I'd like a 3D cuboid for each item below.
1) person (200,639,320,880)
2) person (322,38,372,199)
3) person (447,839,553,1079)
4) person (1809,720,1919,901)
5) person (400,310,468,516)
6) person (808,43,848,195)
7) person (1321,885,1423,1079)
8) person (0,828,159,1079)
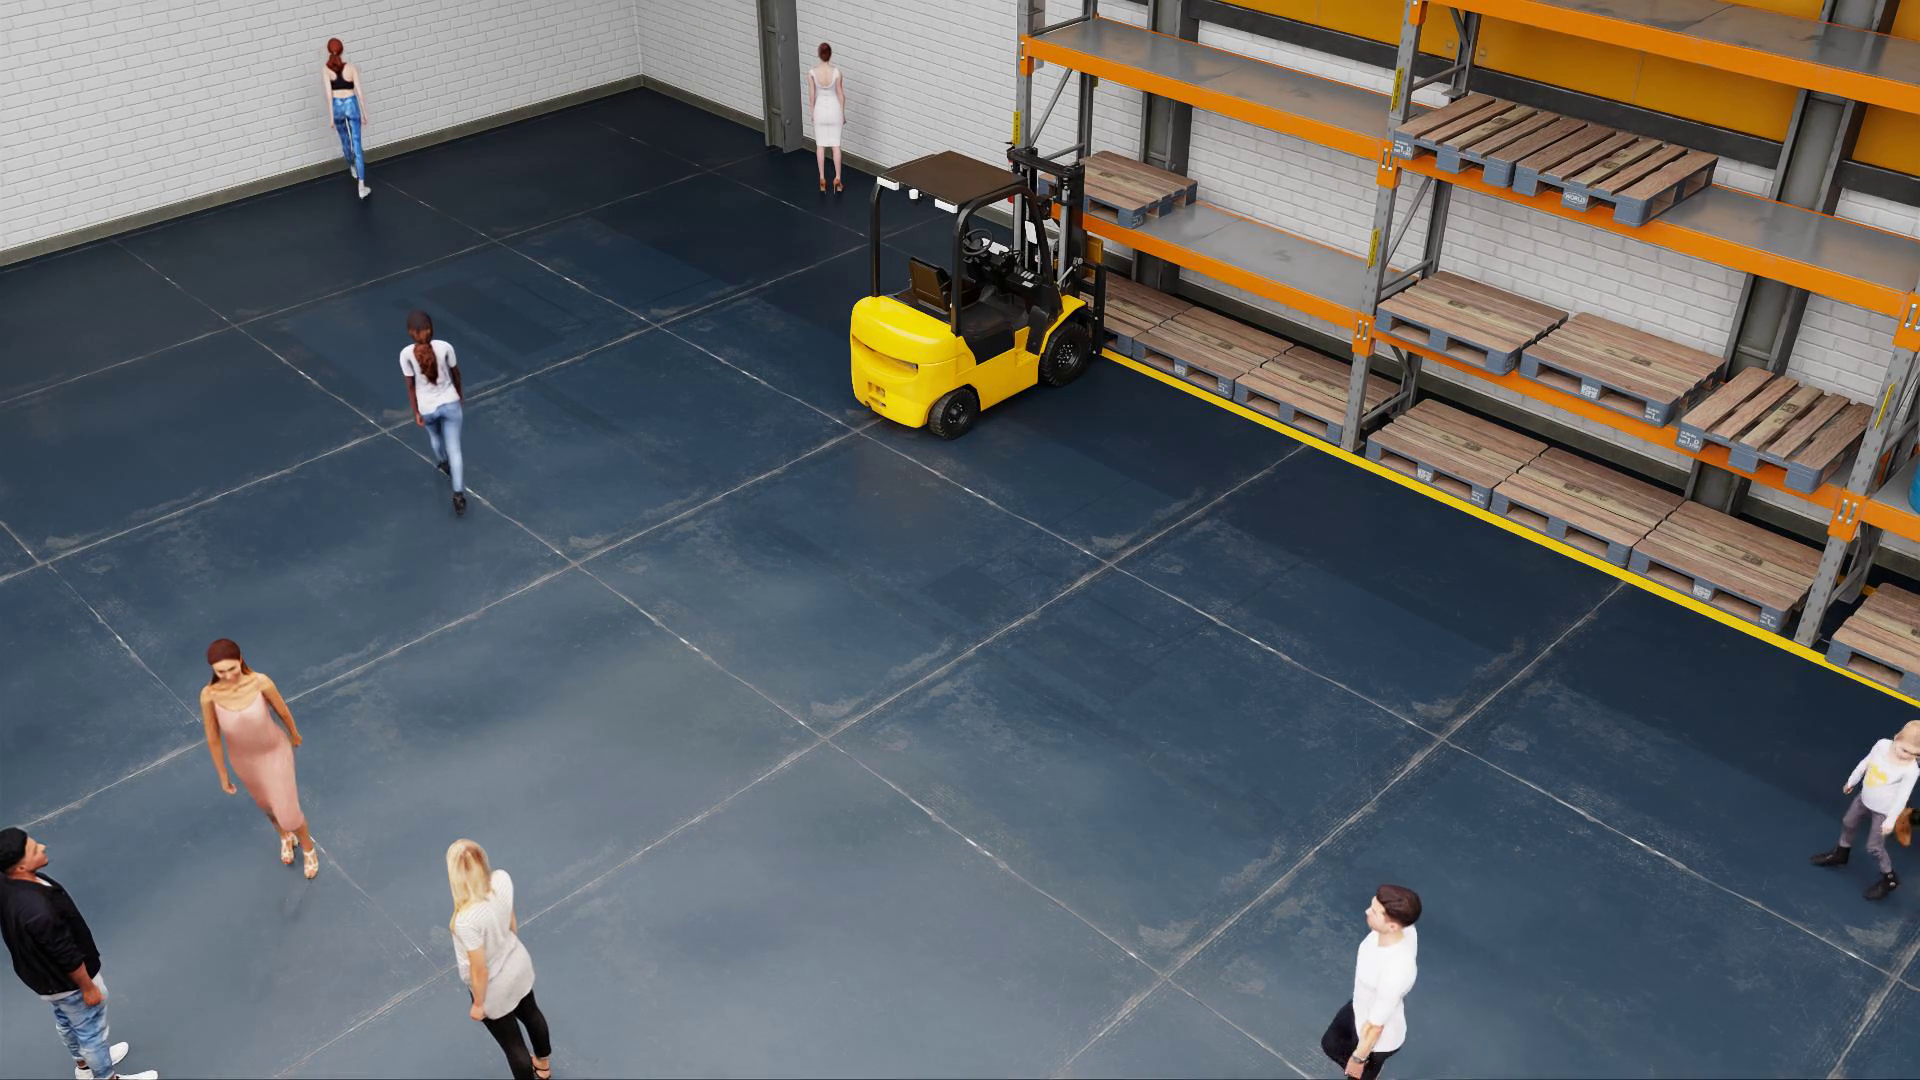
[{"bbox_3d":[-4.176,1.276,9.918,0.757,1.815,0.825,-7,34,-10],"label":"person"},{"bbox_3d":[-7.067,-4.823,19.178,0.981,1.723,1.251,-8,35,-12],"label":"person"},{"bbox_3d":[-2.340,2.221,8.489,0.694,1.824,0.685,8,35,12],"label":"person"},{"bbox_3d":[5.532,1.589,9.949,0.756,1.260,0.681,1,34,1],"label":"person"},{"bbox_3d":[-4.203,-1.000,13.475,0.952,1.669,1.213,-10,35,-14],"label":"person"},{"bbox_3d":[-1.533,-4.873,19.197,0.610,1.784,0.695,4,34,6],"label":"person"},{"bbox_3d":[2.128,2.392,8.215,0.869,1.843,0.836,8,34,11],"label":"person"},{"bbox_3d":[-4.635,2.187,8.548,0.538,1.815,0.756,26,42,33],"label":"person"}]
